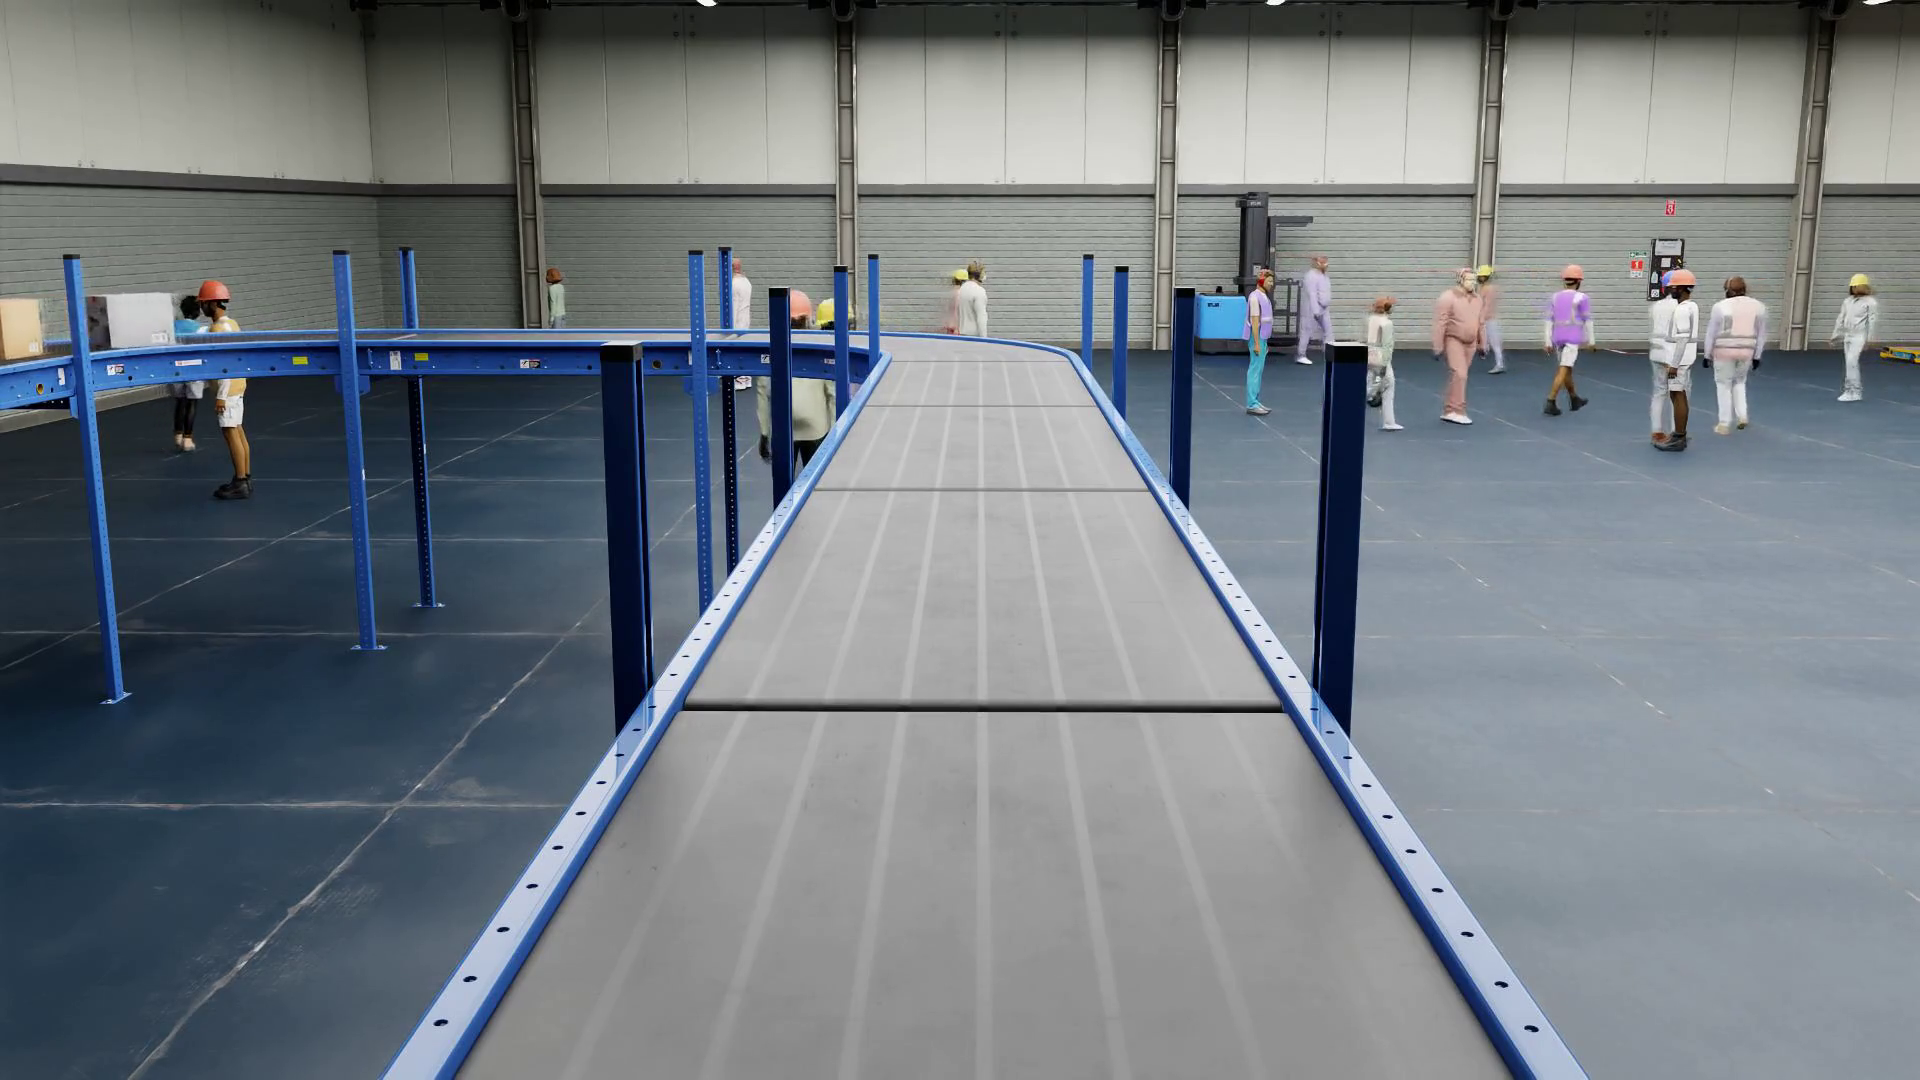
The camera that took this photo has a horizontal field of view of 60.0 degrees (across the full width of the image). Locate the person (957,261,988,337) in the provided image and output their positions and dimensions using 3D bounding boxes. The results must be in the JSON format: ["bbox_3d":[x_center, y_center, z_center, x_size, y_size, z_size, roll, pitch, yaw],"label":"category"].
[{"bbox_3d":[0.172,-2.618,21.442,0.356,1.938,0.633,-5,12,-26],"label":"person"}]

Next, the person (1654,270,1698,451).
[{"bbox_3d":[7.749,-1.944,17.982,0.364,1.935,0.553,7,13,32],"label":"person"}]

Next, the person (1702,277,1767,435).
[{"bbox_3d":[8.957,-2.135,19.290,0.627,1.816,0.453,0,11,-2],"label":"person"}]

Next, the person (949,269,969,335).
[{"bbox_3d":[-0.089,-3.197,24.972,0.843,1.735,0.524,-2,11,-8],"label":"person"}]

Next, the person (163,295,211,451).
[{"bbox_3d":[-8.329,-1.803,17.965,0.559,1.653,0.515,-1,11,-5],"label":"person"}]

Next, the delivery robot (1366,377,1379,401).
[{"bbox_3d":[5.236,-2.095,22.190,0.477,0.478,0.707,-8,13,-35],"label":"delivery robot"}]

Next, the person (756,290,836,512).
[{"bbox_3d":[-1.148,-0.770,11.801,0.621,1.993,0.394,1,11,7],"label":"person"}]

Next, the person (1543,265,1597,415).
[{"bbox_3d":[7.807,-2.553,21.263,1.006,1.884,0.551,-7,13,-30],"label":"person"}]

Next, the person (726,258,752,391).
[{"bbox_3d":[-3.255,-3.127,24.147,0.400,1.905,0.645,3,11,14],"label":"person"}]

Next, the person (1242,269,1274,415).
[{"bbox_3d":[3.813,-2.536,21.271,0.390,1.842,0.563,4,12,19],"label":"person"}]

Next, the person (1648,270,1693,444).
[{"bbox_3d":[7.894,-2.030,18.504,0.469,1.909,0.647,-5,12,-24],"label":"person"}]

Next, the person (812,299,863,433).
[{"bbox_3d":[-0.887,-0.839,12.412,0.415,1.901,0.592,-9,14,-38],"label":"person"}]

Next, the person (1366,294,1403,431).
[{"bbox_3d":[4.857,-2.084,19.533,0.736,1.609,0.507,-3,12,-17],"label":"person"}]

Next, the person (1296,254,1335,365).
[{"bbox_3d":[6.145,-3.886,28.158,0.987,1.853,0.665,9,14,37],"label":"person"}]

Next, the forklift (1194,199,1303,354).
[{"bbox_3d":[5.313,-4.851,30.603,1.873,2.768,1.129,0,11,1],"label":"forklift"}]

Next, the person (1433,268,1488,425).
[{"bbox_3d":[6.132,-2.334,20.119,0.674,1.876,0.787,-6,13,-28],"label":"person"}]

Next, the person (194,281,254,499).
[{"bbox_3d":[-6.607,-1.346,14.912,0.373,1.934,0.551,-2,11,-12],"label":"person"}]

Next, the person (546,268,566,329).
[{"bbox_3d":[-6.832,-3.772,28.156,0.284,1.634,0.498,2,11,9],"label":"person"}]

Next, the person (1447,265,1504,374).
[{"bbox_3d":[8.343,-3.526,26.666,0.904,1.718,0.565,-1,11,-4],"label":"person"}]

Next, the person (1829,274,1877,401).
[{"bbox_3d":[12.144,-2.751,22.683,0.659,1.720,0.489,-3,11,-17],"label":"person"}]

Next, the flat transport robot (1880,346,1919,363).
[{"bbox_3d":[16.776,-3.238,29.036,0.652,0.197,1.431,0,11,1],"label":"flat transport robot"}]
